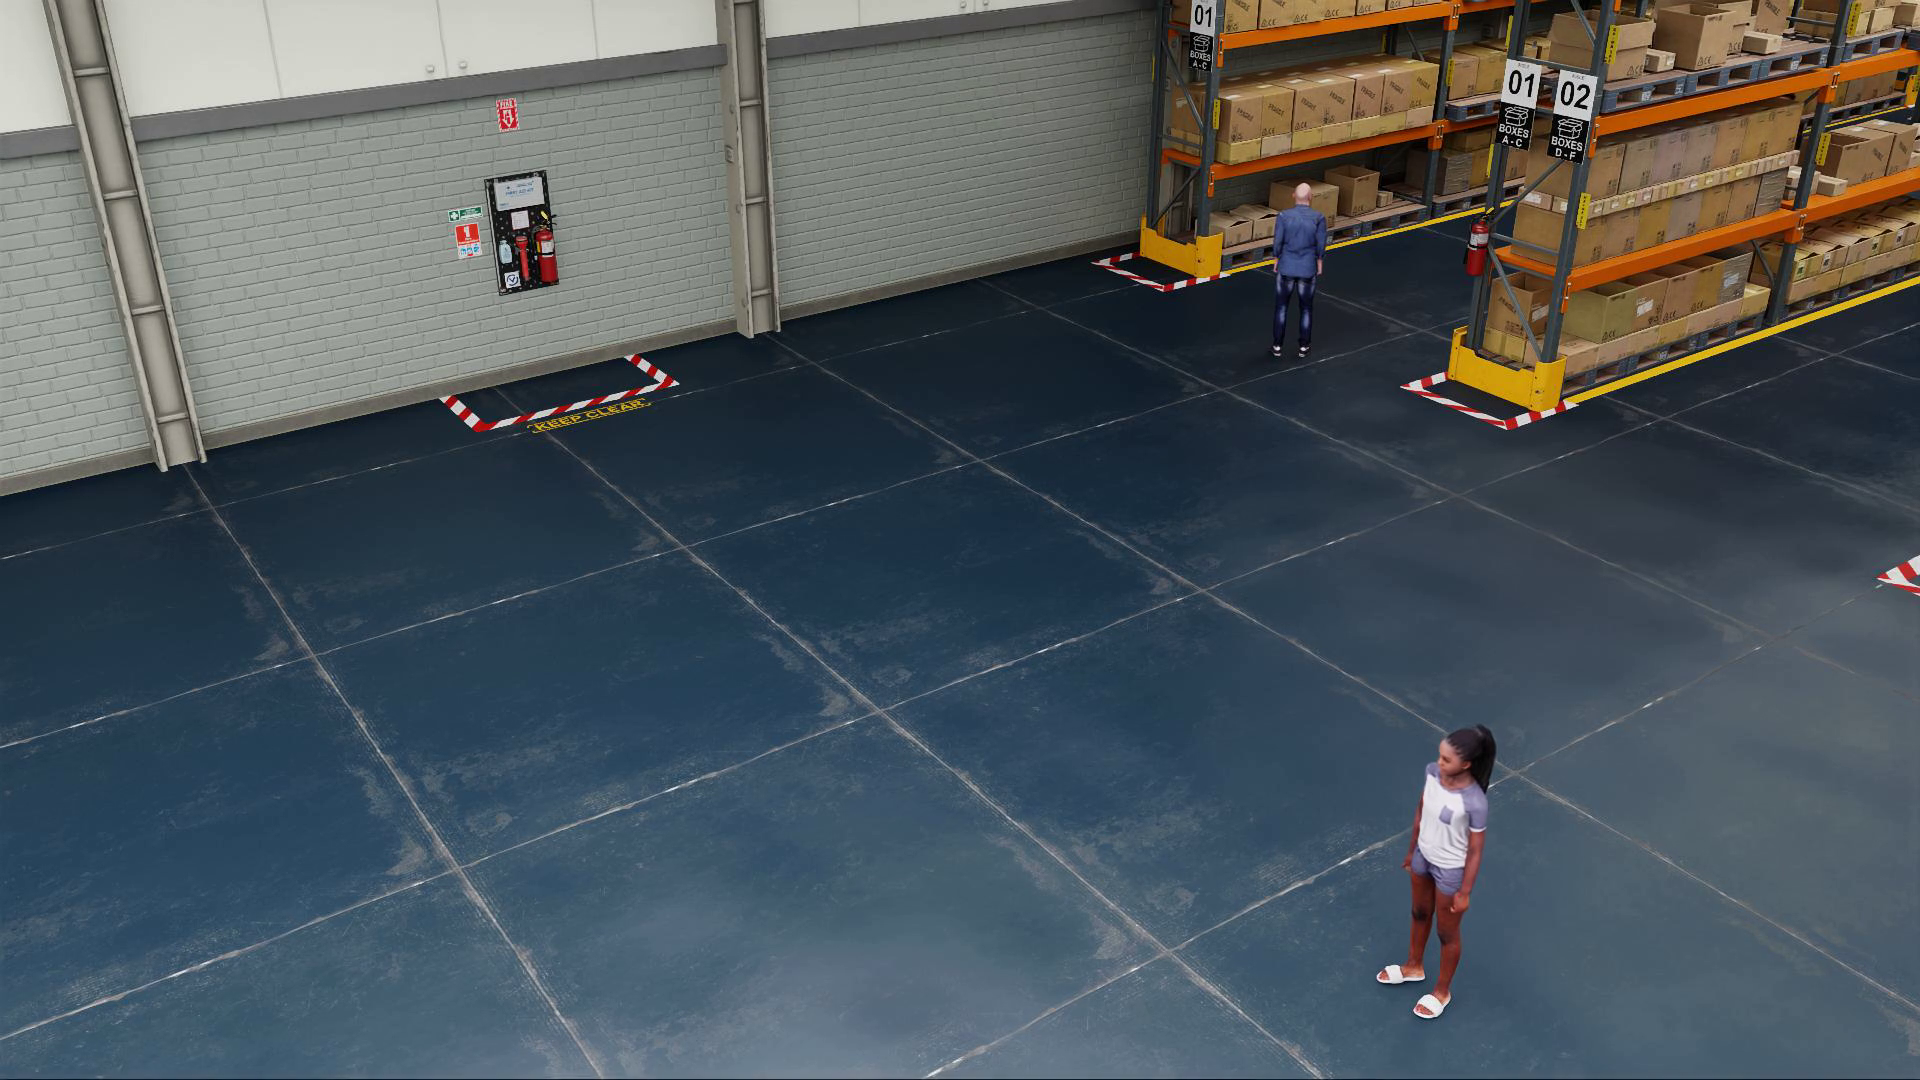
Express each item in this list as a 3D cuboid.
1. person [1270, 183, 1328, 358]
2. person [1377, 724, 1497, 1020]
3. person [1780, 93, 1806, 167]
[{"bbox_3d":[3.494,-2.795,17.228,0.785,1.826,0.843,5,28,9],"label":"person"},{"bbox_3d":[2.512,1.695,8.619,0.613,1.724,0.653,-12,29,-21],"label":"person"},{"bbox_3d":[10.229,-4.725,20.934,0.744,1.865,0.701,21,34,35],"label":"person"}]
